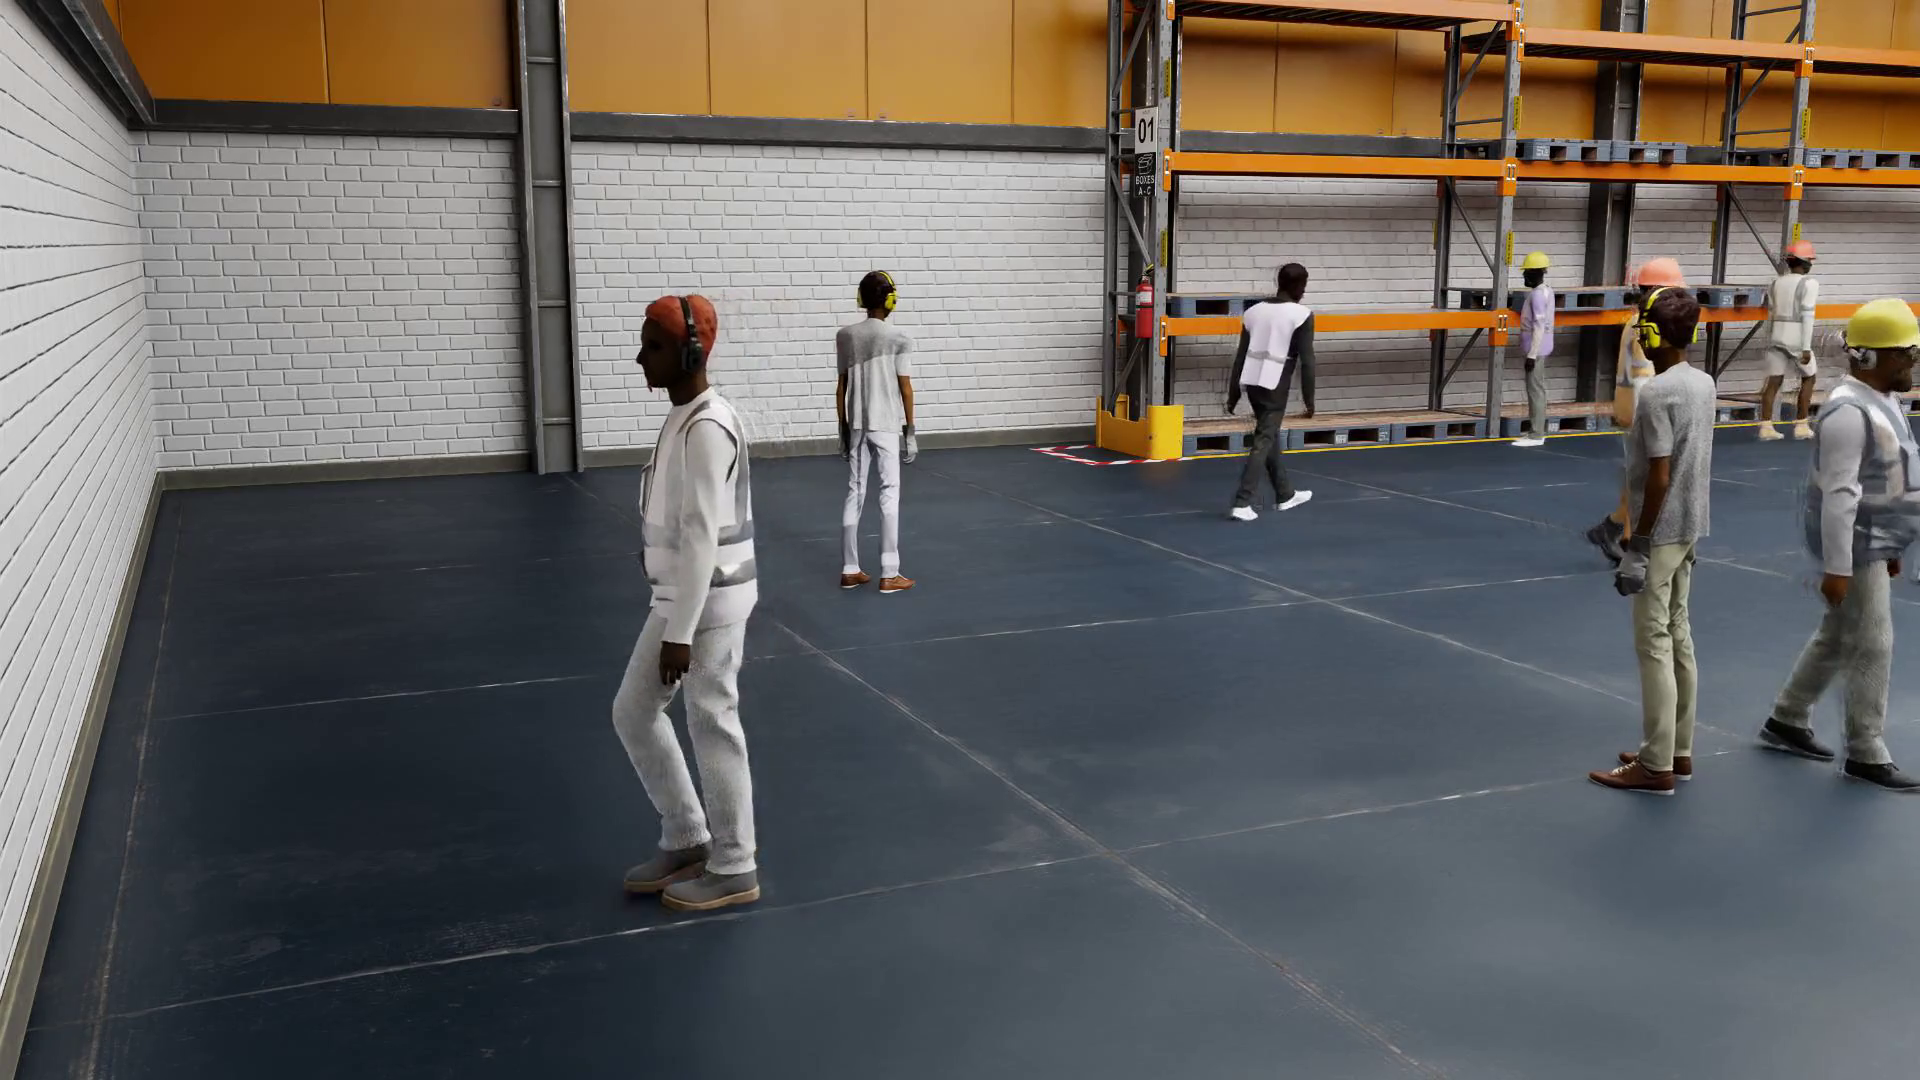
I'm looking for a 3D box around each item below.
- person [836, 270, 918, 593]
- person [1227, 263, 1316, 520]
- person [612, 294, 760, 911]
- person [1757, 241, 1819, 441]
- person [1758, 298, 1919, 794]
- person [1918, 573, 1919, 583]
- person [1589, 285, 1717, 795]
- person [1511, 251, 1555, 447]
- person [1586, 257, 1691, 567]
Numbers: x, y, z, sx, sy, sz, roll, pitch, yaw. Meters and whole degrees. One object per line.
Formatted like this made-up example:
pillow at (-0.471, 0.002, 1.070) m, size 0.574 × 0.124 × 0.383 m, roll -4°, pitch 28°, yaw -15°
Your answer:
person at (-0.493, -0.628, 9.679) m, size 0.510 × 1.860 × 0.351 m, roll 5°, pitch 11°, yaw 27°
person at (2.323, -1.091, 12.238) m, size 0.995 × 1.856 × 0.631 m, roll -8°, pitch 13°, yaw -38°
person at (-0.859, 0.211, 4.959) m, size 0.533 × 1.866 × 0.601 m, roll -4°, pitch 11°, yaw -20°
person at (8.493, -2.008, 16.886) m, size 0.797 × 2.019 × 0.635 m, roll -4°, pitch 11°, yaw -19°
person at (3.378, 0.006, 6.252) m, size 0.553 × 1.833 × 0.609 m, roll 8°, pitch 13°, yaw 36°
person at (6.052, -0.497, 9.650) m, size 0.848 × 1.586 × 0.537 m, roll 1°, pitch 10°, yaw 4°
person at (2.567, 0.006, 6.120) m, size 0.325 × 1.865 × 0.516 m, roll 10°, pitch 14°, yaw 44°
person at (5.669, -1.883, 16.465) m, size 0.381 × 1.924 × 0.593 m, roll 4°, pitch 11°, yaw 23°
person at (4.201, -0.755, 10.188) m, size 0.413 × 1.925 × 0.575 m, roll 3°, pitch 11°, yaw 17°
